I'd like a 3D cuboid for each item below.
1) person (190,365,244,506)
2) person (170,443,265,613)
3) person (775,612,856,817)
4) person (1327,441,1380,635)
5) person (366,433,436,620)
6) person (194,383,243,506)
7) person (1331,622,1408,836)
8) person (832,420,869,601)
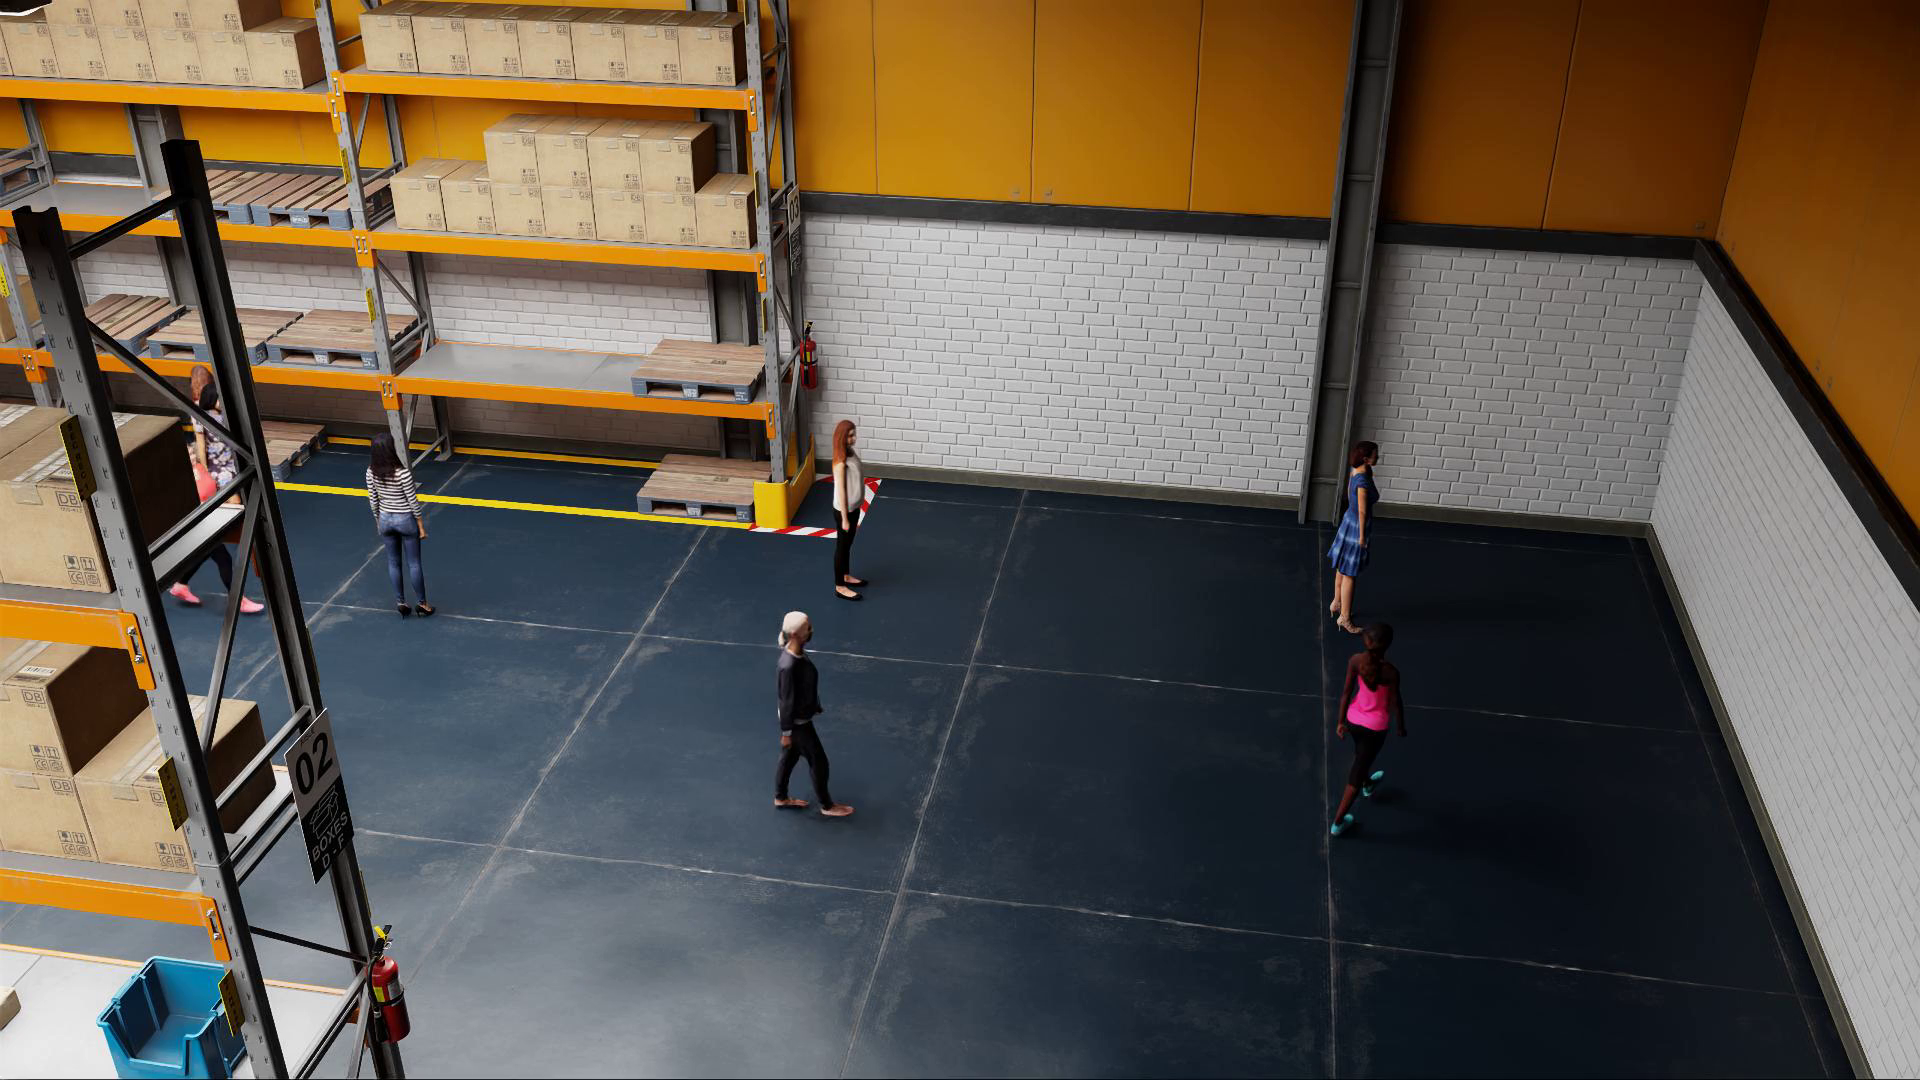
[{"bbox_3d":[-7.177,-0.873,16.112,0.634,1.746,0.657,17,33,28],"label":"person"},{"bbox_3d":[-6.816,-0.100,14.790,1.156,1.655,0.692,1,29,2],"label":"person"},{"bbox_3d":[-1.276,1.285,12.196,0.893,1.707,0.743,0,29,0],"label":"person"},{"bbox_3d":[3.461,-0.042,14.526,0.632,1.805,0.706,0,29,0],"label":"person"},{"bbox_3d":[-4.949,-0.115,14.669,0.406,1.797,0.635,4,29,8],"label":"person"},{"bbox_3d":[-7.031,-0.699,15.854,1.181,1.688,0.890,19,34,31],"label":"person"},{"bbox_3d":[2.887,1.397,12.010,0.998,1.690,1.006,-23,36,-36],"label":"person"},{"bbox_3d":[-1.032,-0.288,15.066,0.487,1.719,0.561,5,29,9],"label":"person"}]
